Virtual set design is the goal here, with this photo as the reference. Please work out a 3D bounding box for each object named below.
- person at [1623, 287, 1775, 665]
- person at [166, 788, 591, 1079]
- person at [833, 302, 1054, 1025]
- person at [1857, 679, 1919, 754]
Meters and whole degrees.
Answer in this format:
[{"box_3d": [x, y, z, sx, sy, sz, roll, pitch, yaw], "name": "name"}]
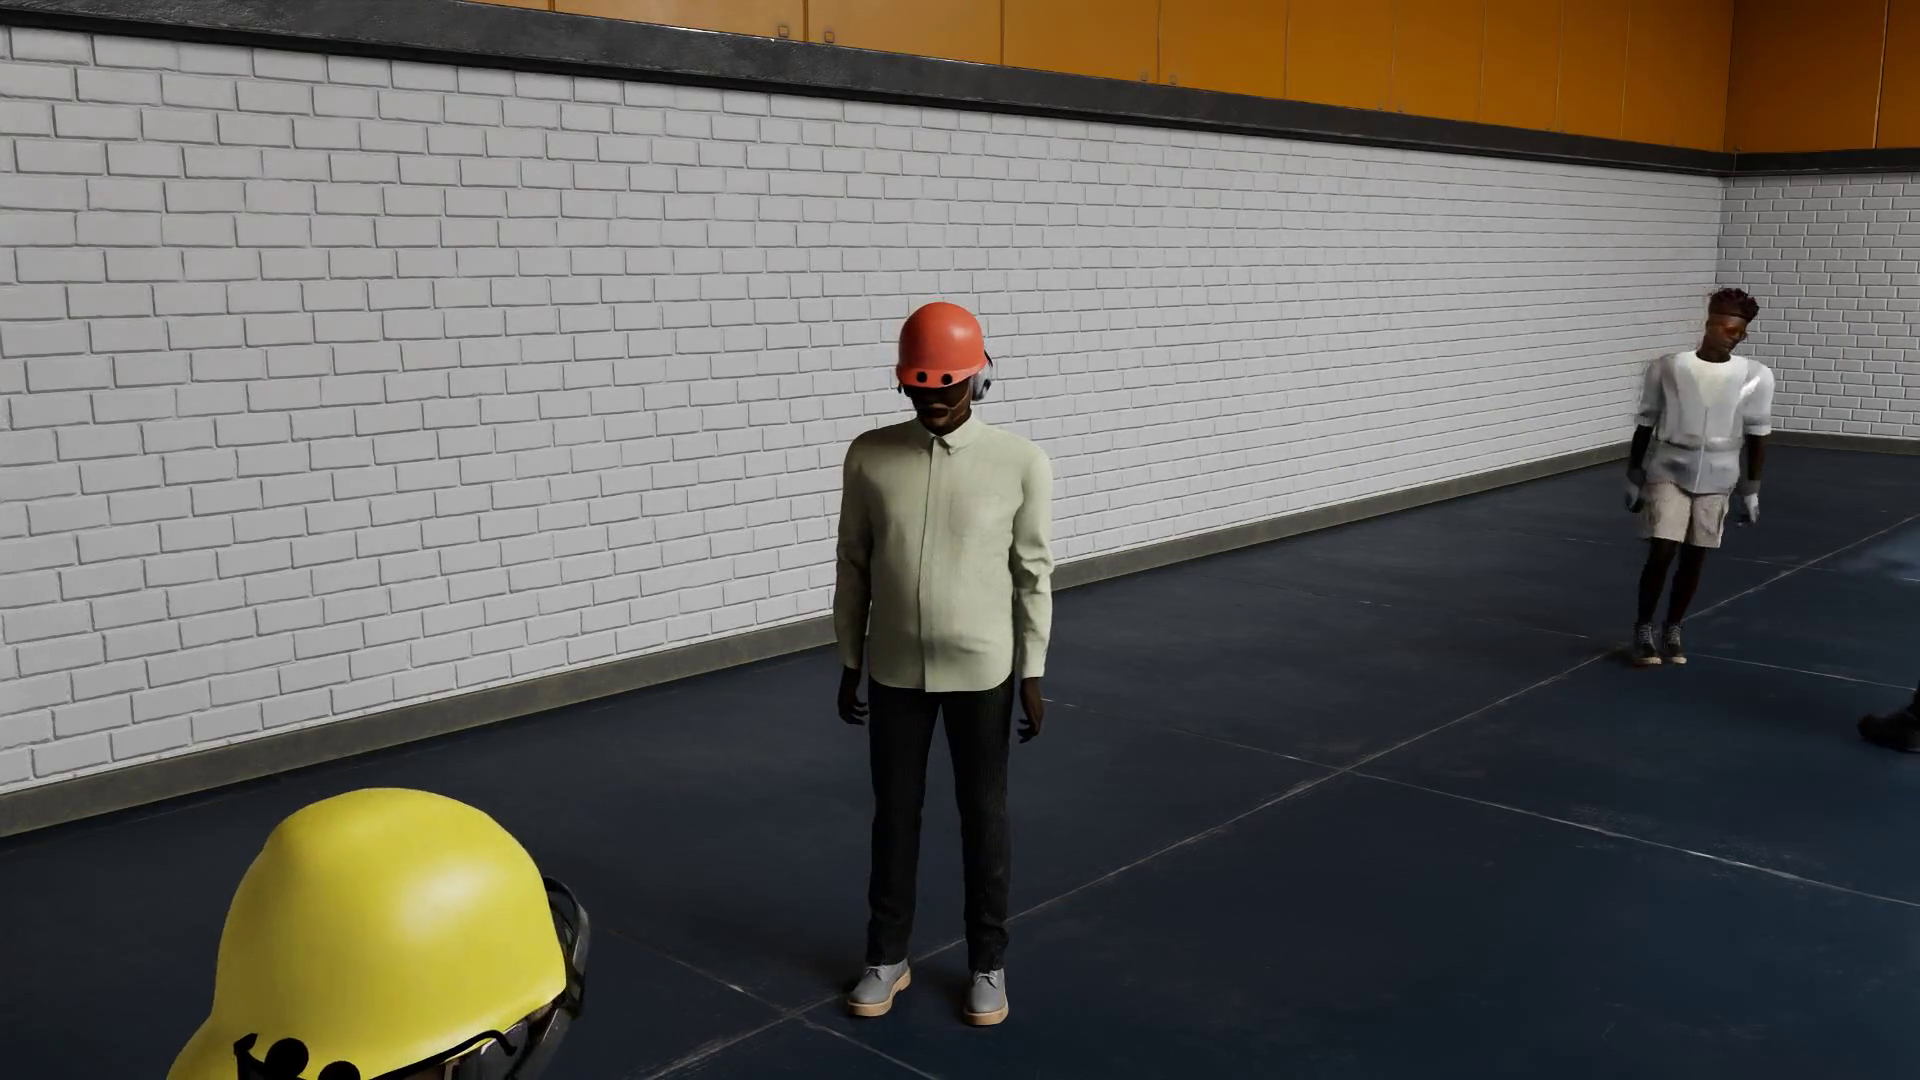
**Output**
[{"box_3d": [3.713, -0.291, 8.395, 0.643, 1.913, 0.566, 3, 10, 14], "name": "person"}, {"box_3d": [-0.374, 1.036, 1.267, 0.533, 1.767, 0.326, 6, 11, 29], "name": "person"}, {"box_3d": [-0.057, 0.348, 4.556, 0.608, 1.985, 0.394, 2, 10, 11], "name": "person"}, {"box_3d": [4.212, 0.031, 6.673, 0.566, 1.883, 1.014, -4, 11, -23], "name": "person"}]
